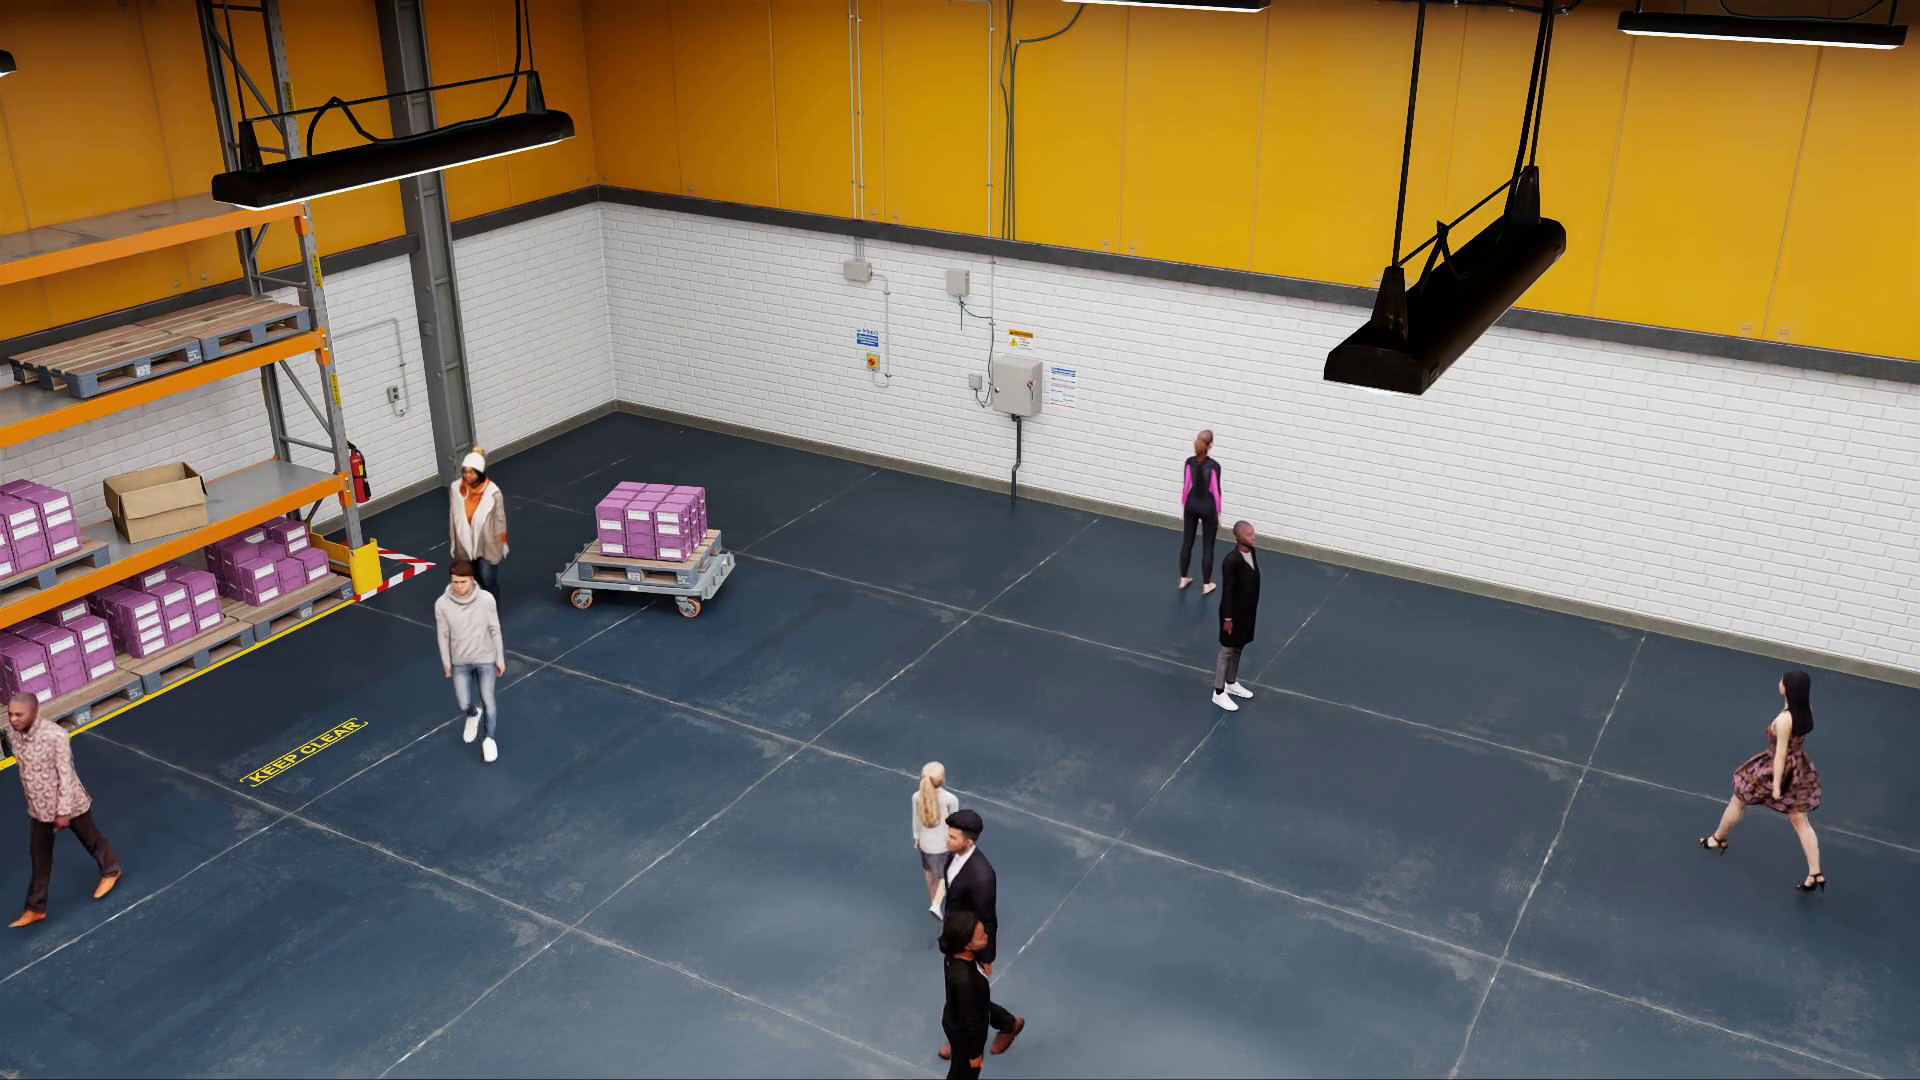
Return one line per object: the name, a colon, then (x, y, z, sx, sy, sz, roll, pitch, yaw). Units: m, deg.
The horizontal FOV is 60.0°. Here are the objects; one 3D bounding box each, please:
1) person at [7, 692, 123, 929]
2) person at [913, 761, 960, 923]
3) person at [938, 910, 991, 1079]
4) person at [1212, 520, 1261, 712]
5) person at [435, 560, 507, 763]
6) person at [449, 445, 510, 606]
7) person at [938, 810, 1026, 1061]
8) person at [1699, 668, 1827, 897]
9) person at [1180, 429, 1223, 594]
person: (-6.491, 1.859, 12.079, 0.929, 1.770, 1.232, 5, 24, 10)
person: (-0.177, 2.181, 11.968, 0.595, 1.268, 0.751, 7, 25, 16)
person: (0.025, 2.898, 9.819, 0.744, 1.675, 0.668, -4, 24, -9)
person: (2.468, 0.639, 14.881, 0.728, 1.761, 0.531, 17, 29, 34)
person: (-4.088, 0.958, 14.052, 0.907, 1.841, 0.970, -5, 24, -12)
person: (-4.691, -0.047, 16.315, 0.974, 1.869, 1.178, 2, 24, 4)
person: (0.152, 2.493, 10.502, 0.982, 1.871, 0.921, -7, 24, -15)
person: (6.139, 1.809, 12.251, 1.218, 1.722, 1.071, -15, 28, -31)
person: (2.465, -0.302, 17.052, 0.557, 1.747, 0.536, 13, 27, 28)
